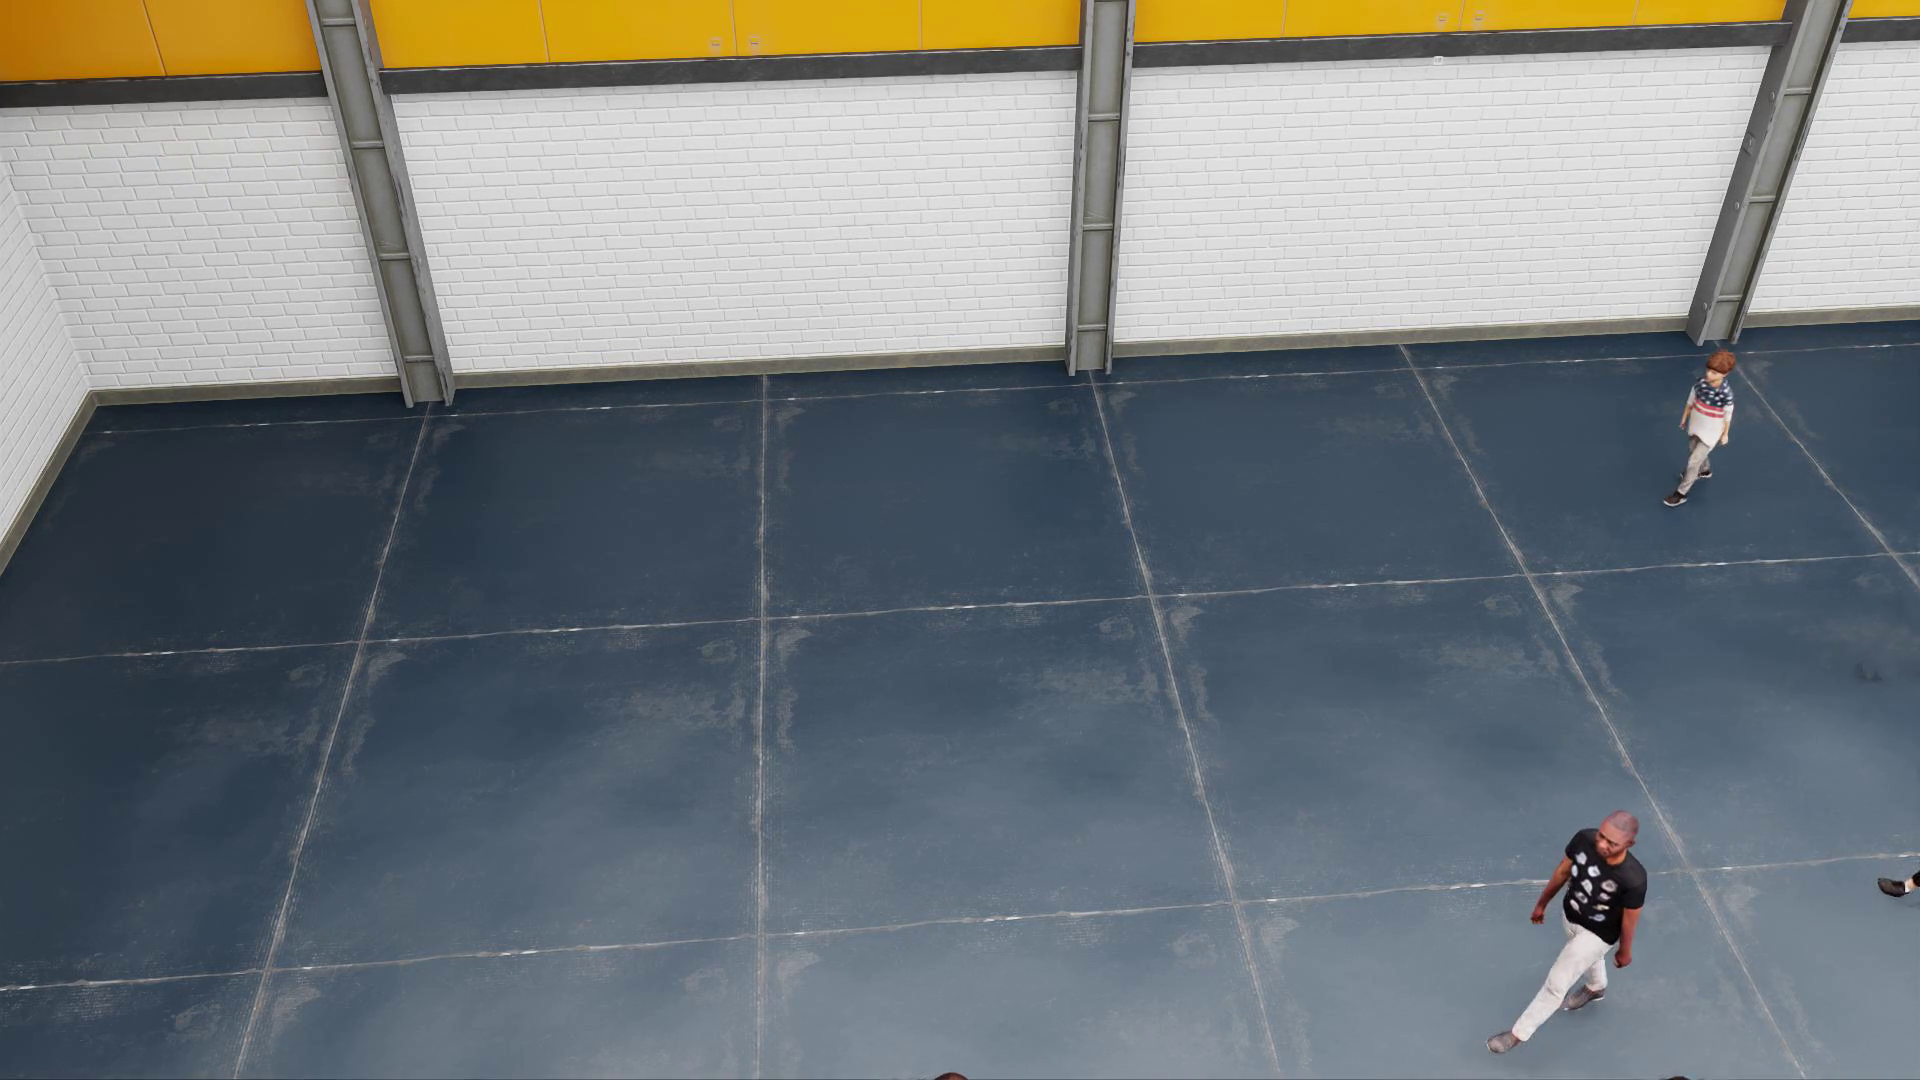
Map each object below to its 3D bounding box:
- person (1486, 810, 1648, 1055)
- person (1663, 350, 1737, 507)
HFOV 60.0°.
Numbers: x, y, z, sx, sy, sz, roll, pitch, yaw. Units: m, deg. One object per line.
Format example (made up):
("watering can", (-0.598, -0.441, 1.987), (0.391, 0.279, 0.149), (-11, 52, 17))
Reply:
("person", (3.596, 2.142, 9.353), (1.299, 1.751, 0.961), (-16, 41, -19))
("person", (6.091, -0.943, 13.494), (0.933, 1.403, 0.732), (-17, 42, -20))
